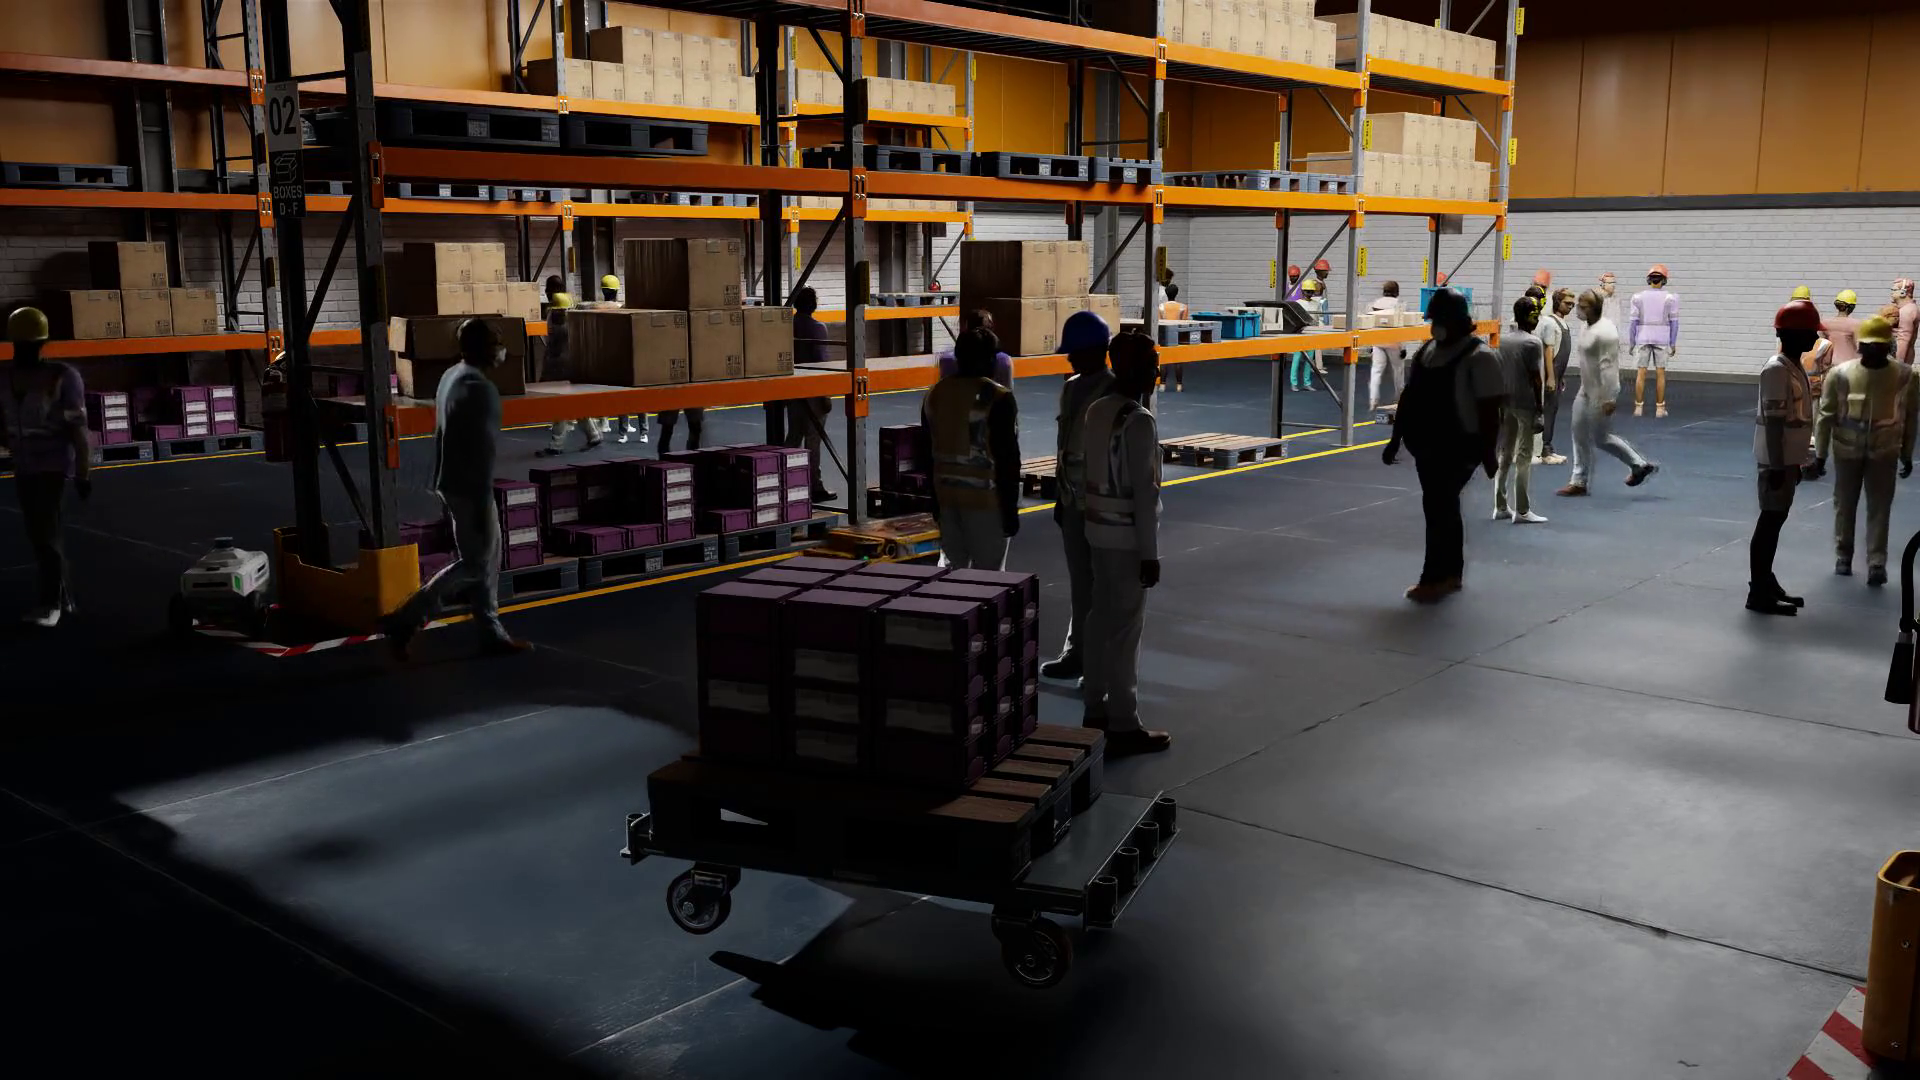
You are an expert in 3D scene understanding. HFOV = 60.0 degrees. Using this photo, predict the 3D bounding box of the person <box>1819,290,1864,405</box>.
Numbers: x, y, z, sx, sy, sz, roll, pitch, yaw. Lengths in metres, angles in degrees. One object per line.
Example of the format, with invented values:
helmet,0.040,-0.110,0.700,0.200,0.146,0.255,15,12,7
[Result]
person,10.286,-2.028,19.440,0.310,1.768,0.533,-7,12,-34

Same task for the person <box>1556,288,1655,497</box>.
person,5.859,-1.317,15.006,0.777,1.904,0.652,0,10,-2

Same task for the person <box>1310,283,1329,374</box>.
person,6.419,-3.806,29.927,0.306,1.637,0.523,-7,12,-36

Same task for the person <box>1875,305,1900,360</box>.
person,10.174,-1.775,18.370,0.270,1.632,0.504,2,10,11

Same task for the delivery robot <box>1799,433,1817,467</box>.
delivery robot,8.245,-0.936,16.399,0.477,0.478,0.707,1,10,8

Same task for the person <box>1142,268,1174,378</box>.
person,3.369,-3.753,28.819,0.768,1.920,0.407,10,14,44

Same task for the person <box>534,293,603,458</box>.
person,-4.274,-1.808,18.169,0.915,1.785,0.588,-9,13,-42

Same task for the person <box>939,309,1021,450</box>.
person,0.169,-0.808,12.386,0.583,1.792,0.962,4,11,22

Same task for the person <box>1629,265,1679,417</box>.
person,9.267,-2.654,22.246,0.609,2.032,0.407,6,11,29

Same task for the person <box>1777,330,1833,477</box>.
person,8.308,-1.438,16.435,0.514,1.641,0.307,6,12,30

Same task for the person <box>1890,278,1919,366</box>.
person,10.829,-2.064,19.241,0.407,1.908,0.642,6,11,29

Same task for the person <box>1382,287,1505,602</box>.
person,3.046,-0.632,10.707,0.807,2.000,0.697,-4,11,-22

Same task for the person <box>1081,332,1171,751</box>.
person,0.739,0.006,7.517,0.337,1.882,0.584,-4,11,-20

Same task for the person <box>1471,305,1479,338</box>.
person,8.041,-3.209,26.633,0.523,1.596,0.825,2,10,10

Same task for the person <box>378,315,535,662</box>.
person,-2.719,-0.245,8.912,0.789,1.913,0.630,-6,12,-32

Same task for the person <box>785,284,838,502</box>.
person,-1.370,-1.311,14.862,0.636,1.939,0.364,9,13,42

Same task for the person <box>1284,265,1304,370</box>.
person,6.187,-4.122,30.870,0.547,1.938,0.379,3,10,17

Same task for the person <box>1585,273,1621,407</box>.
person,9.128,-2.824,23.569,0.654,1.906,0.406,-6,12,-30

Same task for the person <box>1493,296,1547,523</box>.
person,4.630,-1.069,13.692,0.328,1.868,0.509,-4,11,-23

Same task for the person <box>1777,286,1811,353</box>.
person,11.310,-2.555,22.498,0.307,1.743,0.494,-7,12,-37

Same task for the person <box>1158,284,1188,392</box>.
person,3.309,-3.162,26.086,0.540,1.696,0.317,0,10,1

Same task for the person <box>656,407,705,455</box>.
person,-2.613,-1.395,15.439,0.579,1.910,0.489,-6,12,-32

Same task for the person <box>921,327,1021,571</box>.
person,0.085,-0.195,8.784,0.430,1.845,0.624,-10,14,-44

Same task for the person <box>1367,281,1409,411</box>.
person,6.007,-2.708,23.218,0.637,1.793,0.867,8,13,39

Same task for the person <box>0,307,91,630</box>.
person,-5.544,-0.422,9.904,0.664,1.907,0.508,3,10,16

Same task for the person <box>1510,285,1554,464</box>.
person,5.981,-1.726,17.419,0.520,1.873,0.328,9,14,43

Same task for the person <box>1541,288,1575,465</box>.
person,6.224,-1.708,17.406,0.343,1.839,0.506,6,12,30

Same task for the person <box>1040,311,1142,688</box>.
person,0.675,-0.202,8.562,0.409,1.934,0.602,-6,11,-30

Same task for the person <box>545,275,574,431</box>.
person,-4.964,-2.319,20.655,0.392,1.922,0.593,-3,11,-18

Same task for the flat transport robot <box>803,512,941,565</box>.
flat transport robot,-0.420,-0.008,12.189,0.652,0.197,1.431,8,13,39

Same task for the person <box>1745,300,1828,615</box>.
person,5.130,-0.516,10.338,0.354,1.938,0.545,7,12,35

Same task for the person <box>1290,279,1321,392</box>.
person,5.448,-3.208,26.156,0.532,1.767,0.328,-4,11,-23

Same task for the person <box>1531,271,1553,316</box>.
person,8.168,-2.853,23.700,0.650,1.926,1.086,6,12,30

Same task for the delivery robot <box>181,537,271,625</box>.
delivery robot,-4.316,0.224,9.791,0.477,0.478,0.707,-2,10,-9

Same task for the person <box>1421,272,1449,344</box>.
person,6.596,-2.725,22.950,0.540,1.929,0.383,8,13,39

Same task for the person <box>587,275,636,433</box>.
person,-4.246,-2.257,20.279,0.584,1.927,0.367,2,10,10

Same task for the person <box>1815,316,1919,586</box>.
person,6.091,-0.594,11.195,0.609,1.789,0.868,5,11,28

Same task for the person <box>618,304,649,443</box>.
person,-3.818,-1.927,19.270,0.494,1.623,0.292,-1,10,-7

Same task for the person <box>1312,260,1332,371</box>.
person,6.575,-4.086,30.372,0.390,2.039,0.615,5,11,25
